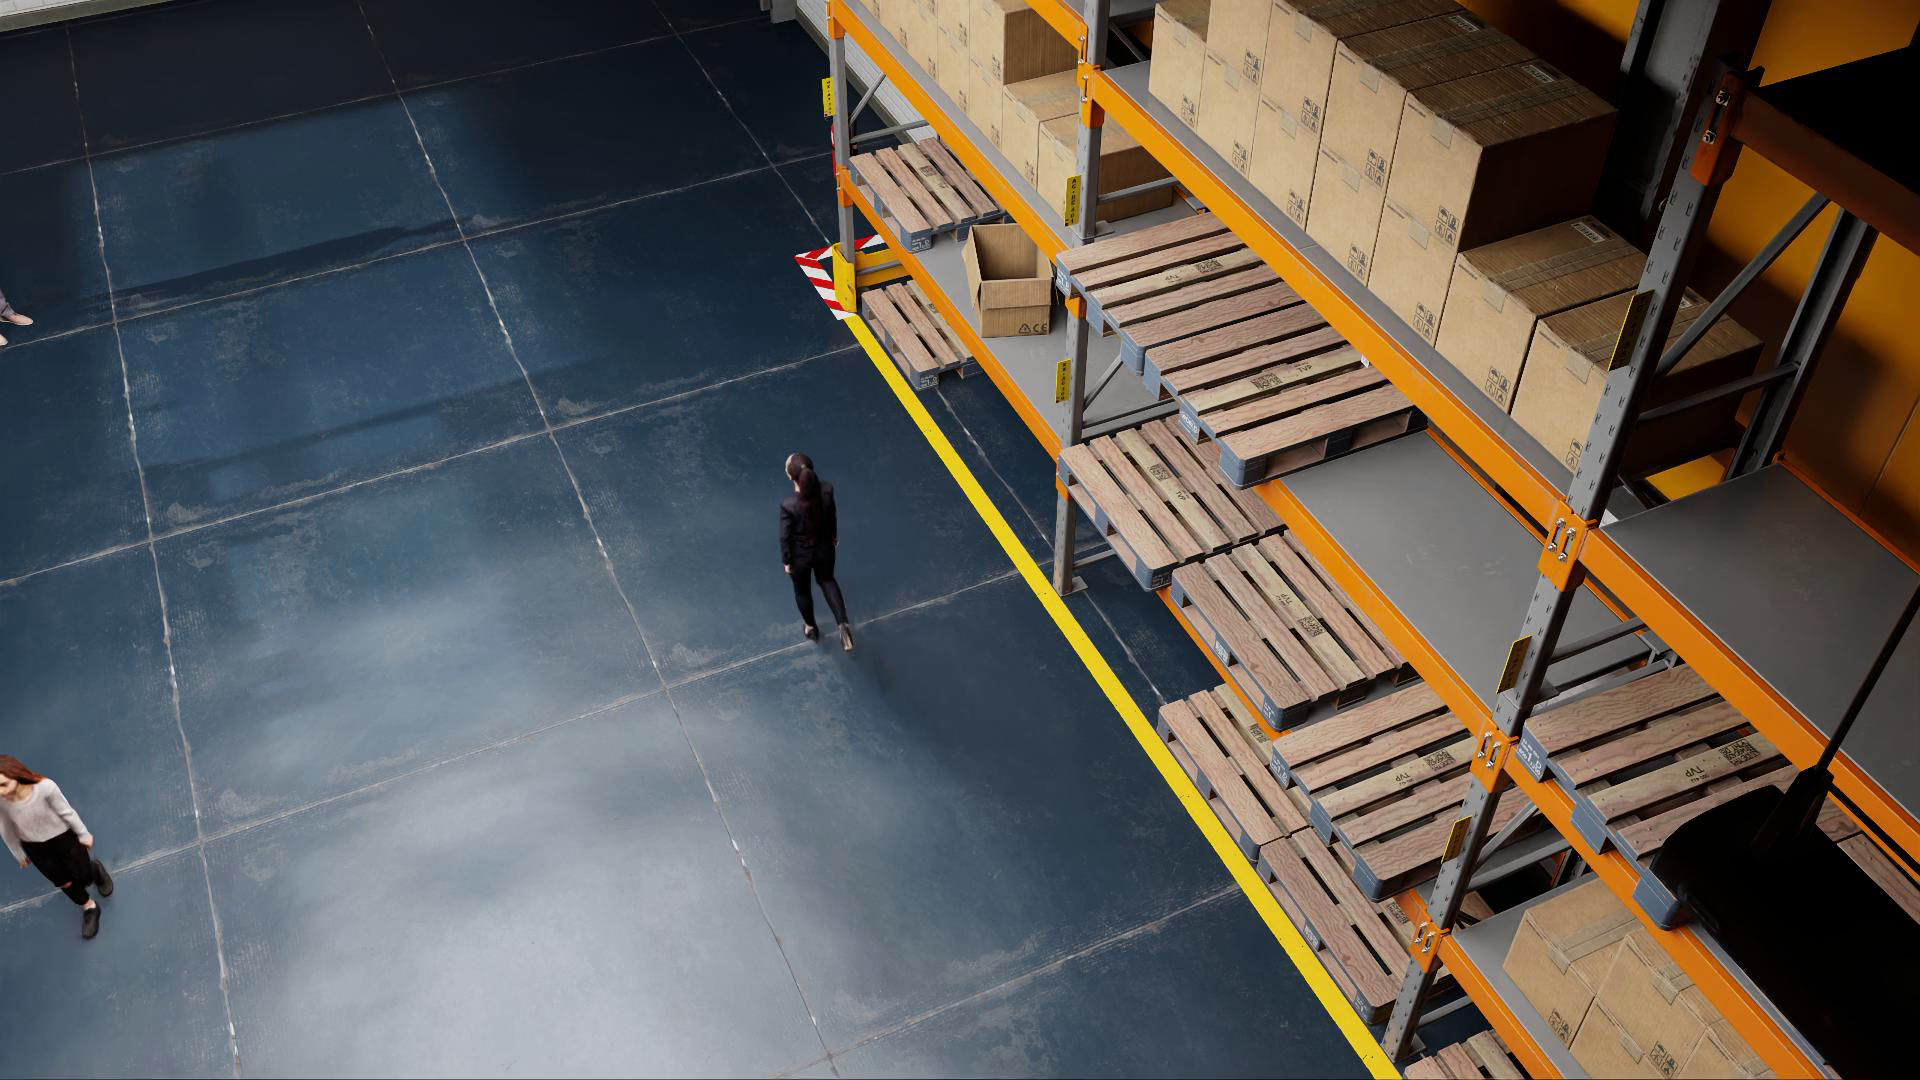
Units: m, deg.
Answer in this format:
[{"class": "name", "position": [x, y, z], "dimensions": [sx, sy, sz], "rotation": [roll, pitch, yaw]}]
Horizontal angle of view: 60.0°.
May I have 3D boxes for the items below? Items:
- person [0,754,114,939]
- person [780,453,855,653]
[{"class": "person", "position": [-5.173, 1.664, 9.478], "dimensions": [0.601, 1.475, 0.692], "rotation": [-12, 45, -13]}, {"class": "person", "position": [-0.932, 0.134, 10.922], "dimensions": [0.643, 1.699, 0.849], "rotation": [-23, 48, -23]}]
